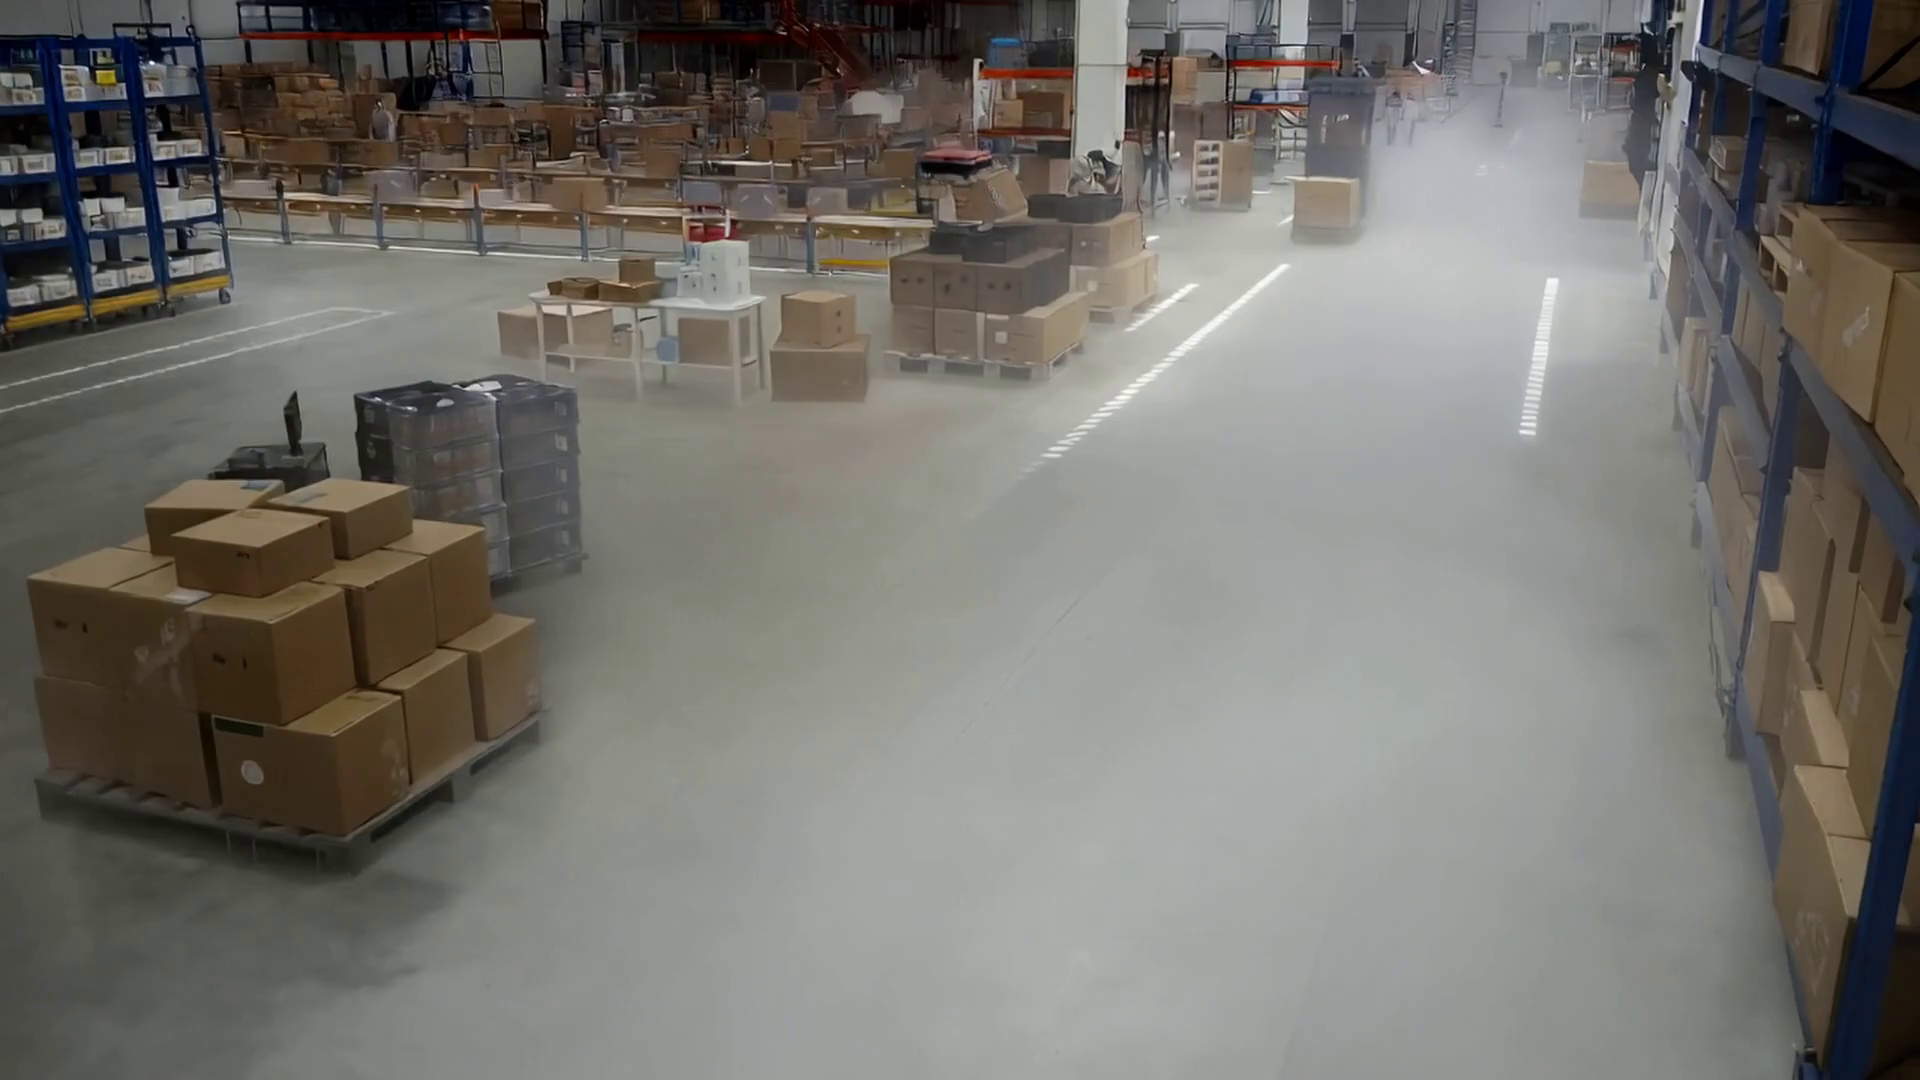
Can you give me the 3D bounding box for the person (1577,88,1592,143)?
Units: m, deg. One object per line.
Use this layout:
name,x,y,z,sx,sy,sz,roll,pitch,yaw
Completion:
person,19.313,-13.125,51.403,0.307,1.645,0.511,-1,18,-3

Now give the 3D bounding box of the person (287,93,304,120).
person,-19.977,-12.928,50.170,0.613,2.025,0.785,11,20,30

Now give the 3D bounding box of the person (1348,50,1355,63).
person,21.597,-26.095,91.835,0.429,1.844,0.627,-1,18,-3

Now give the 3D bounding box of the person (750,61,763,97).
person,-8.555,-19.165,69.988,0.585,1.882,0.337,-7,19,-22

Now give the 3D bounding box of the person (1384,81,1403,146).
person,13.070,-12.888,50.234,0.560,1.906,0.777,3,18,9

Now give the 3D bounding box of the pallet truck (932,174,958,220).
pallet truck,-0.507,-5.292,27.348,0.653,1.274,1.630,6,19,19

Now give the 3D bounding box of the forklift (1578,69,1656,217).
forklift,13.219,-7.740,32.475,1.873,2.768,1.129,6,19,18

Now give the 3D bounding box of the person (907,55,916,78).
person,-2.254,-23.043,82.226,0.603,1.844,0.916,7,19,20

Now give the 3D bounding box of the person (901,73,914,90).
person,-1.869,-15.368,58.144,0.404,1.830,0.600,16,23,40

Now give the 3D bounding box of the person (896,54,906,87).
person,-2.940,-23.191,82.702,0.505,1.847,0.349,-3,18,-10

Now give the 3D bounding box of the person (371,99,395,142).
person,-13.834,-9.590,39.893,0.645,1.899,0.395,6,19,19

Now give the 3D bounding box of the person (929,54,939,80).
person,-1.239,-23.040,82.165,0.608,1.875,0.909,6,18,17

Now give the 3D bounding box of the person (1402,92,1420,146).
person,13.594,-12.691,50.141,0.531,1.583,0.860,7,19,21

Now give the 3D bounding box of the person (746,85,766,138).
person,-5.856,-12.047,47.633,0.541,1.880,0.976,4,18,12

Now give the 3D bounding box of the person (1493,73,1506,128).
person,18.768,-15.248,57.697,0.328,1.877,0.513,0,18,1

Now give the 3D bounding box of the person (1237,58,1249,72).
person,12.618,-20.799,74.869,0.687,2.000,0.538,13,22,34

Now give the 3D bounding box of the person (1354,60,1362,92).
person,16.692,-19.162,69.910,0.374,1.929,0.542,8,19,24

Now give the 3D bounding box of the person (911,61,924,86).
person,-1.732,-18.711,68.433,0.614,1.967,0.841,-6,19,-18

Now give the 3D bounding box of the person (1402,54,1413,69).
person,21.643,-22.556,80.575,0.375,1.925,0.595,-12,21,-33

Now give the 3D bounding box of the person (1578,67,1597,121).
person,23.096,-16.426,61.274,0.606,1.958,0.377,5,18,16

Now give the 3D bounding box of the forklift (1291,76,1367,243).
forklift,6.598,-6.755,29.381,1.129,2.768,1.873,6,19,19

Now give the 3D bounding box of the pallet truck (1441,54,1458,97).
pallet truck,22.765,-21.886,78.355,0.823,1.965,1.885,-4,18,-14
